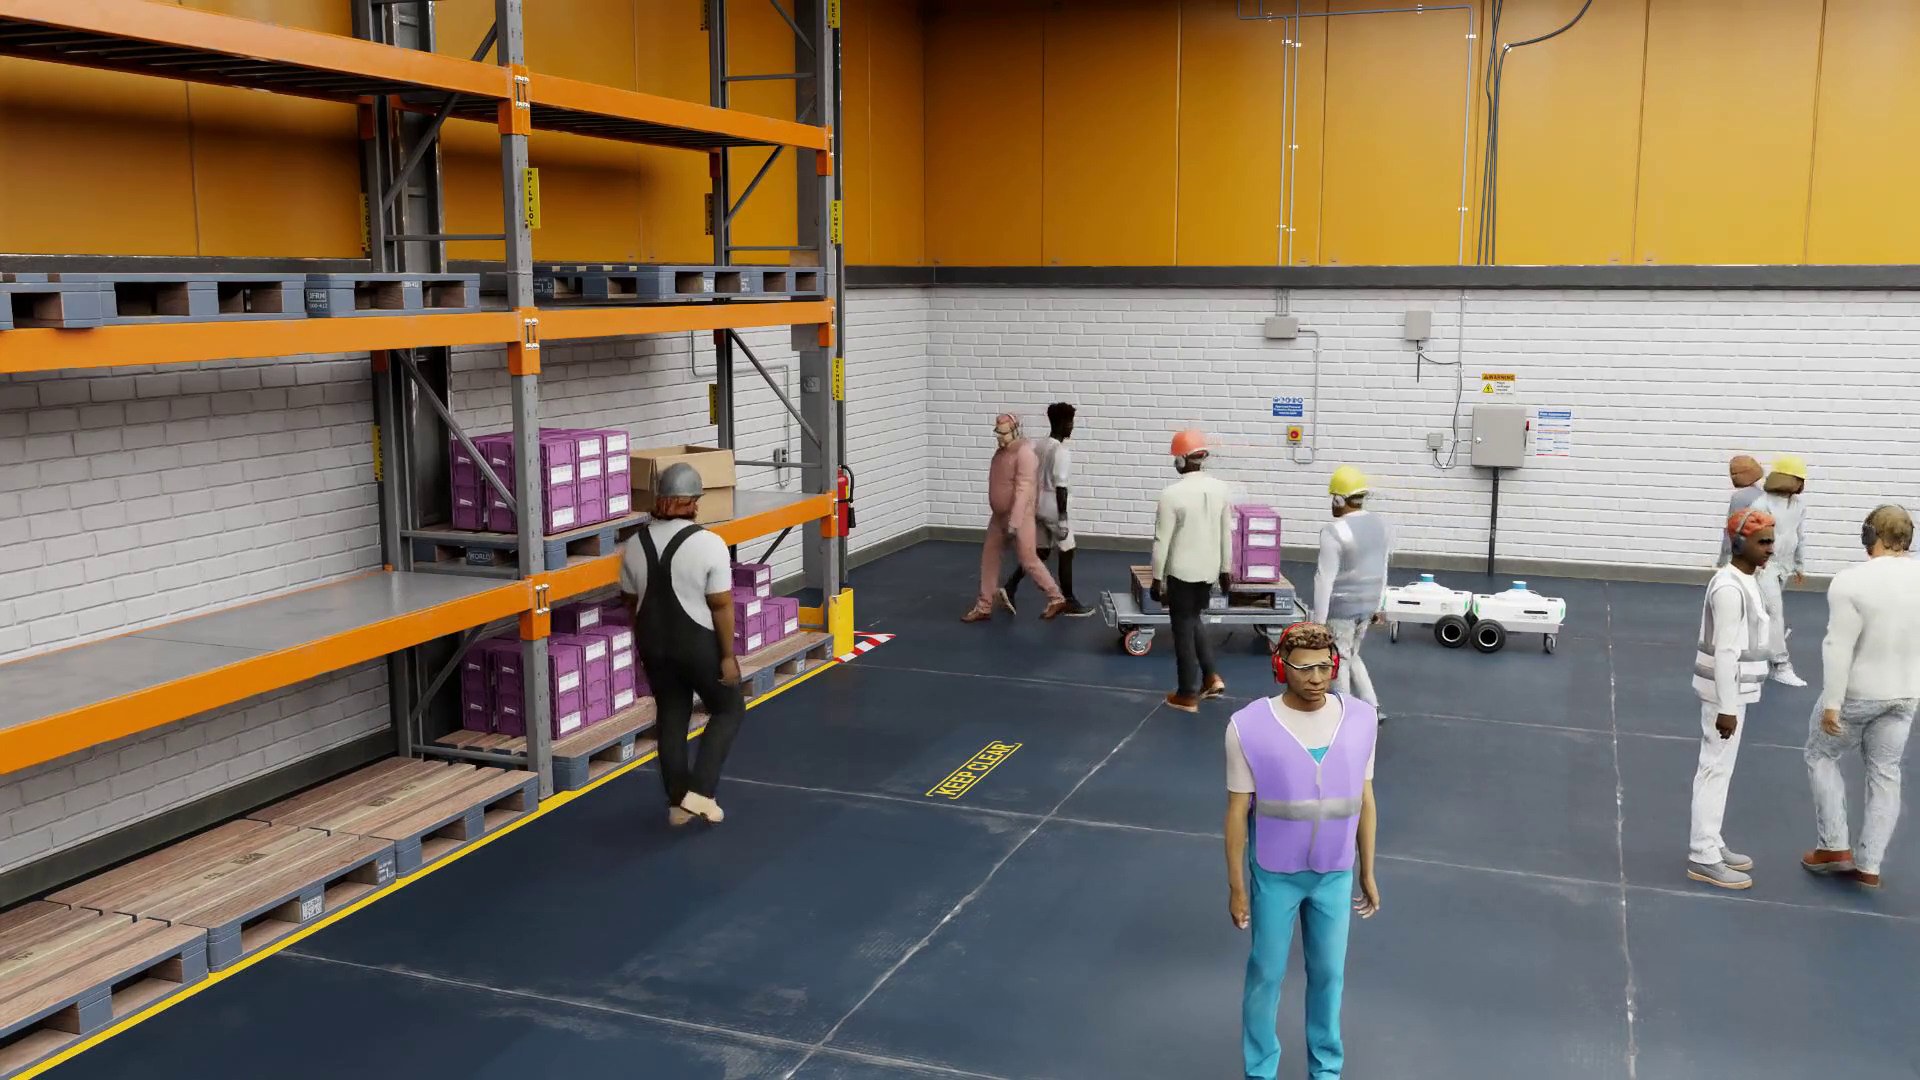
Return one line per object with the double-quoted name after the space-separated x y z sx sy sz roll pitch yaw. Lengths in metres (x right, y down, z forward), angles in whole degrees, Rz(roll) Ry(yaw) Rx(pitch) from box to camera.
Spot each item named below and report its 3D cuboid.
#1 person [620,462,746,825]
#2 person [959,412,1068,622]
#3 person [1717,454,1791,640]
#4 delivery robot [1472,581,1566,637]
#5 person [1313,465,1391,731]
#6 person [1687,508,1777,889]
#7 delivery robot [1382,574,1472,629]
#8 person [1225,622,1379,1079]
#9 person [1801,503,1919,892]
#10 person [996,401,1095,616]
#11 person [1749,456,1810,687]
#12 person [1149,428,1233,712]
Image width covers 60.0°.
-1.494 0.572 9.123 0.707 2.000 0.536 4 10 25 "person"
0.510 -0.195 14.536 0.888 1.863 0.640 -5 10 -29 "person"
6.354 0.112 13.369 0.698 1.608 0.502 9 13 44 "person"
4.517 0.576 13.455 0.707 0.478 0.477 2 9 14 "delivery robot"
2.486 0.428 10.703 0.615 1.821 0.414 -7 11 -37 "person"
3.863 0.780 8.333 0.352 1.876 0.576 5 10 29 "person"
3.858 0.526 13.771 0.707 0.478 0.477 3 10 20 "delivery robot"
1.208 1.182 5.948 0.567 1.839 0.385 -2 9 -12 "person"
4.518 0.768 8.272 0.642 1.918 0.541 -1 9 -5 "person"
0.771 -0.259 14.672 0.844 1.940 0.637 -3 10 -20 "person"
6.138 0.191 12.613 0.494 1.695 0.905 -3 10 -20 "person"
1.587 0.213 11.571 0.635 1.976 0.434 -7 11 -35 "person"
